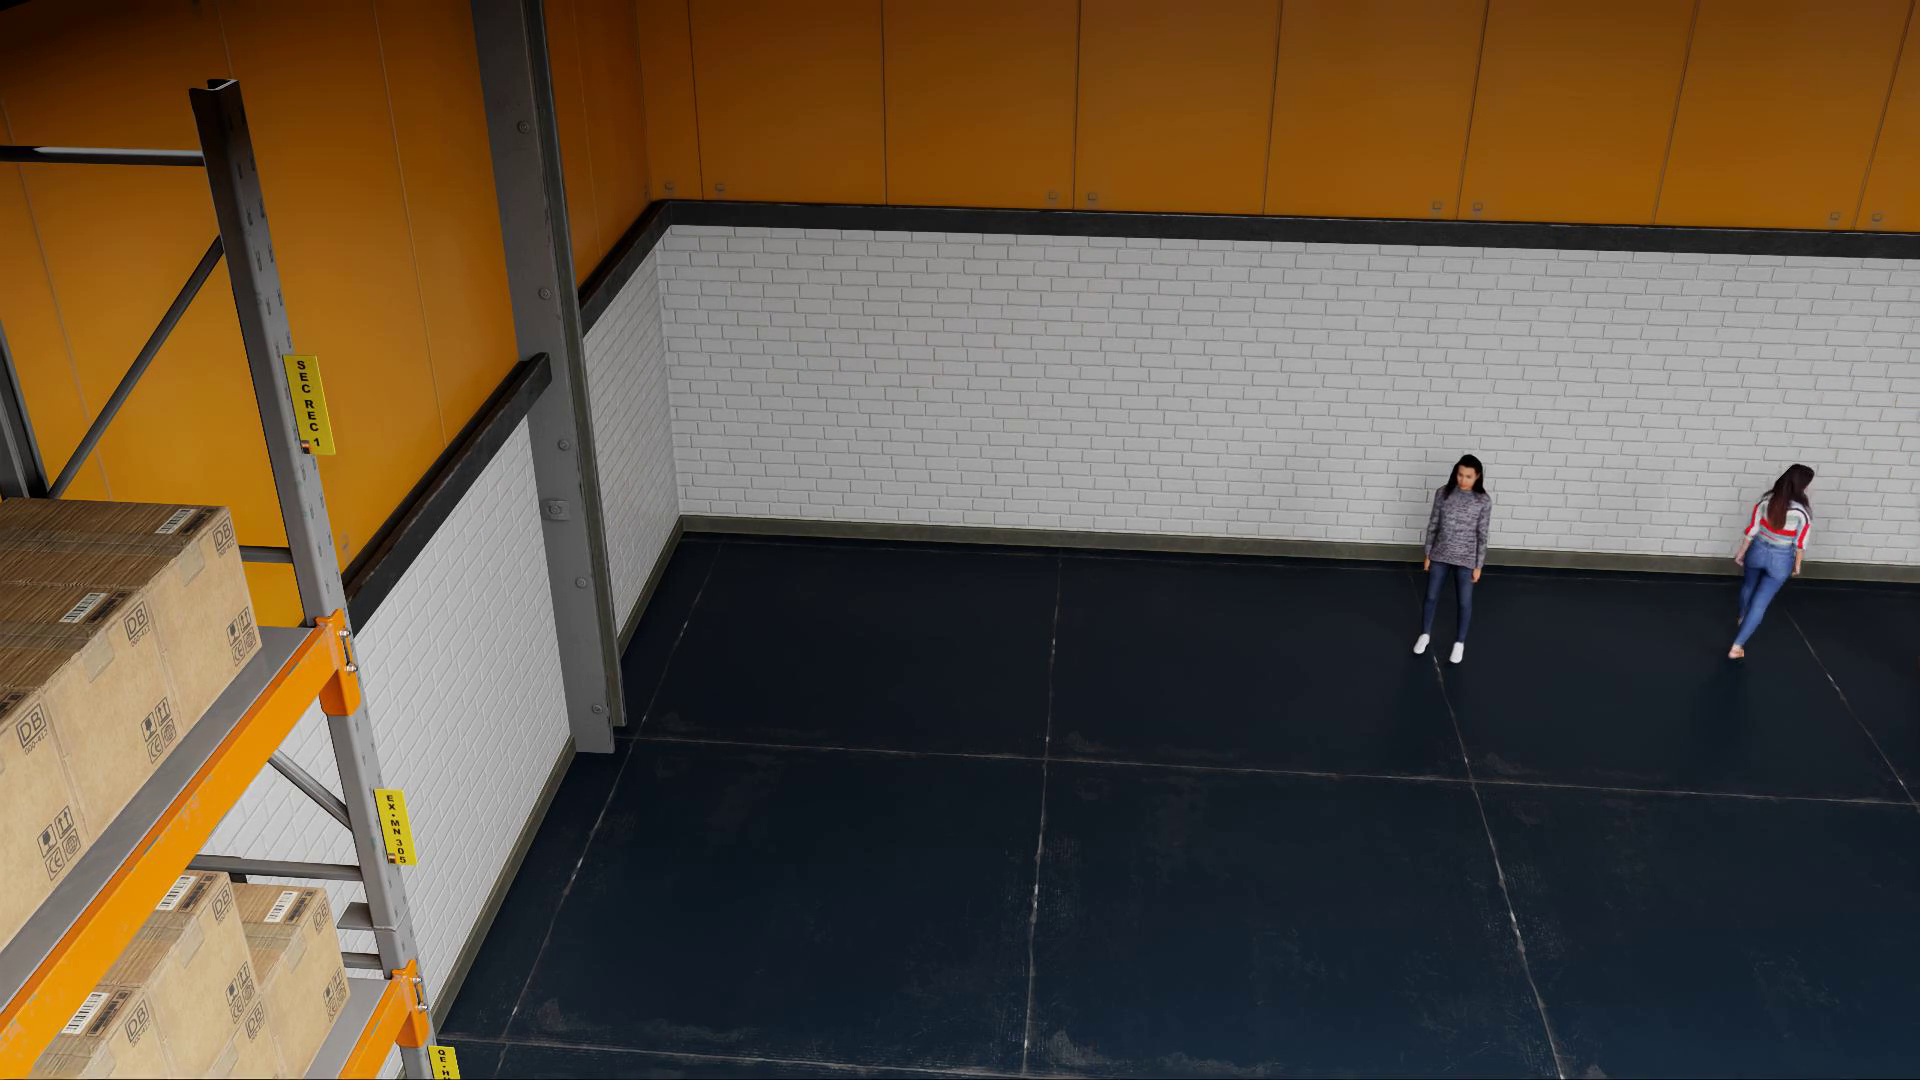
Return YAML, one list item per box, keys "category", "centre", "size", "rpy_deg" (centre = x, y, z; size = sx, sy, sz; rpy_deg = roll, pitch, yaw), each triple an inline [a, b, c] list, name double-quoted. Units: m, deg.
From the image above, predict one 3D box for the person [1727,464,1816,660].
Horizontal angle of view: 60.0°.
- category: "person"
  centre: [6.212, 0.197, 12.796]
  size: [1.044, 1.574, 1.118]
  rpy_deg: [23, 36, 35]

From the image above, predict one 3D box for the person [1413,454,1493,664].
- category: "person"
  centre: [3.802, 0.120, 12.773]
  size: [0.677, 1.731, 0.648]
  rpy_deg: [13, 31, 23]
